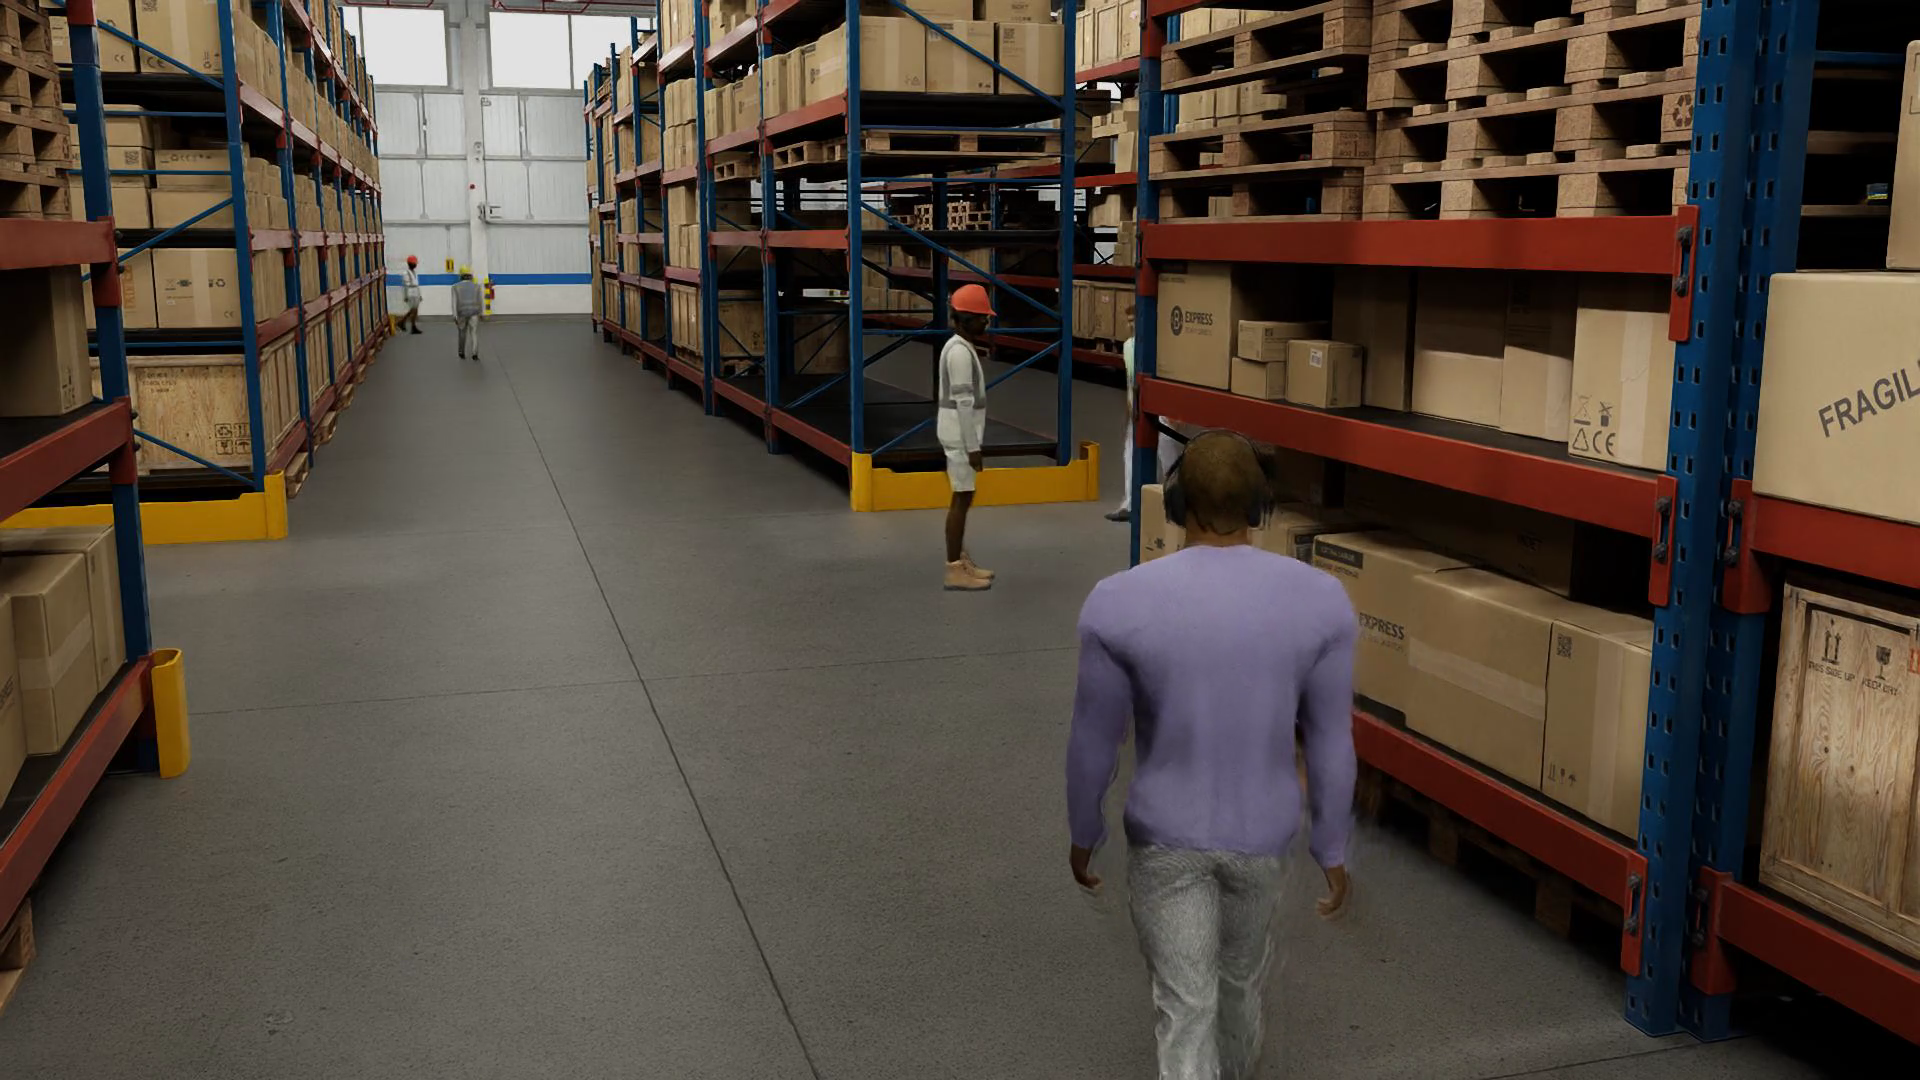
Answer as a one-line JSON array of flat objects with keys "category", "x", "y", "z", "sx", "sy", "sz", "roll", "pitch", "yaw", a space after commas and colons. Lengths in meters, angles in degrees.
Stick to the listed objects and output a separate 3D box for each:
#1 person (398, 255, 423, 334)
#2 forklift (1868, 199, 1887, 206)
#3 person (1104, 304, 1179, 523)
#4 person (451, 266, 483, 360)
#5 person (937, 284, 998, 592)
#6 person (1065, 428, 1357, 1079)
[{"category": "person", "x": -13.305, "y": -5.944, "z": 40.320, "sx": 0.503, "sy": 1.917, "sz": 0.543, "roll": 2, "pitch": 11, "yaw": 13}, {"category": "forklift", "x": 11.338, "y": -2.915, "z": 21.052, "sx": 1.129, "sy": 2.768, "sz": 1.873, "roll": -3, "pitch": 11, "yaw": -17}, {"category": "person", "x": 1.531, "y": -1.029, "z": 13.649, "sx": 0.869, "sy": 1.794, "sz": 0.722, "roll": -9, "pitch": 14, "yaw": -40}, {"category": "person", "x": -9.436, "y": -4.336, "z": 31.871, "sx": 0.593, "sy": 1.784, "sz": 0.952, "roll": -4, "pitch": 11, "yaw": -23}, {"category": "person", "x": 0.048, "y": -0.679, "z": 11.107, "sx": 0.402, "sy": 2.039, "sz": 0.614, "roll": 0, "pitch": 10, "yaw": 1}, {"category": "person", "x": 0.567, "y": 0.674, "z": 4.035, "sx": 0.655, "sy": 1.906, "sz": 0.900, "roll": -1, "pitch": 10, "yaw": -5}]
